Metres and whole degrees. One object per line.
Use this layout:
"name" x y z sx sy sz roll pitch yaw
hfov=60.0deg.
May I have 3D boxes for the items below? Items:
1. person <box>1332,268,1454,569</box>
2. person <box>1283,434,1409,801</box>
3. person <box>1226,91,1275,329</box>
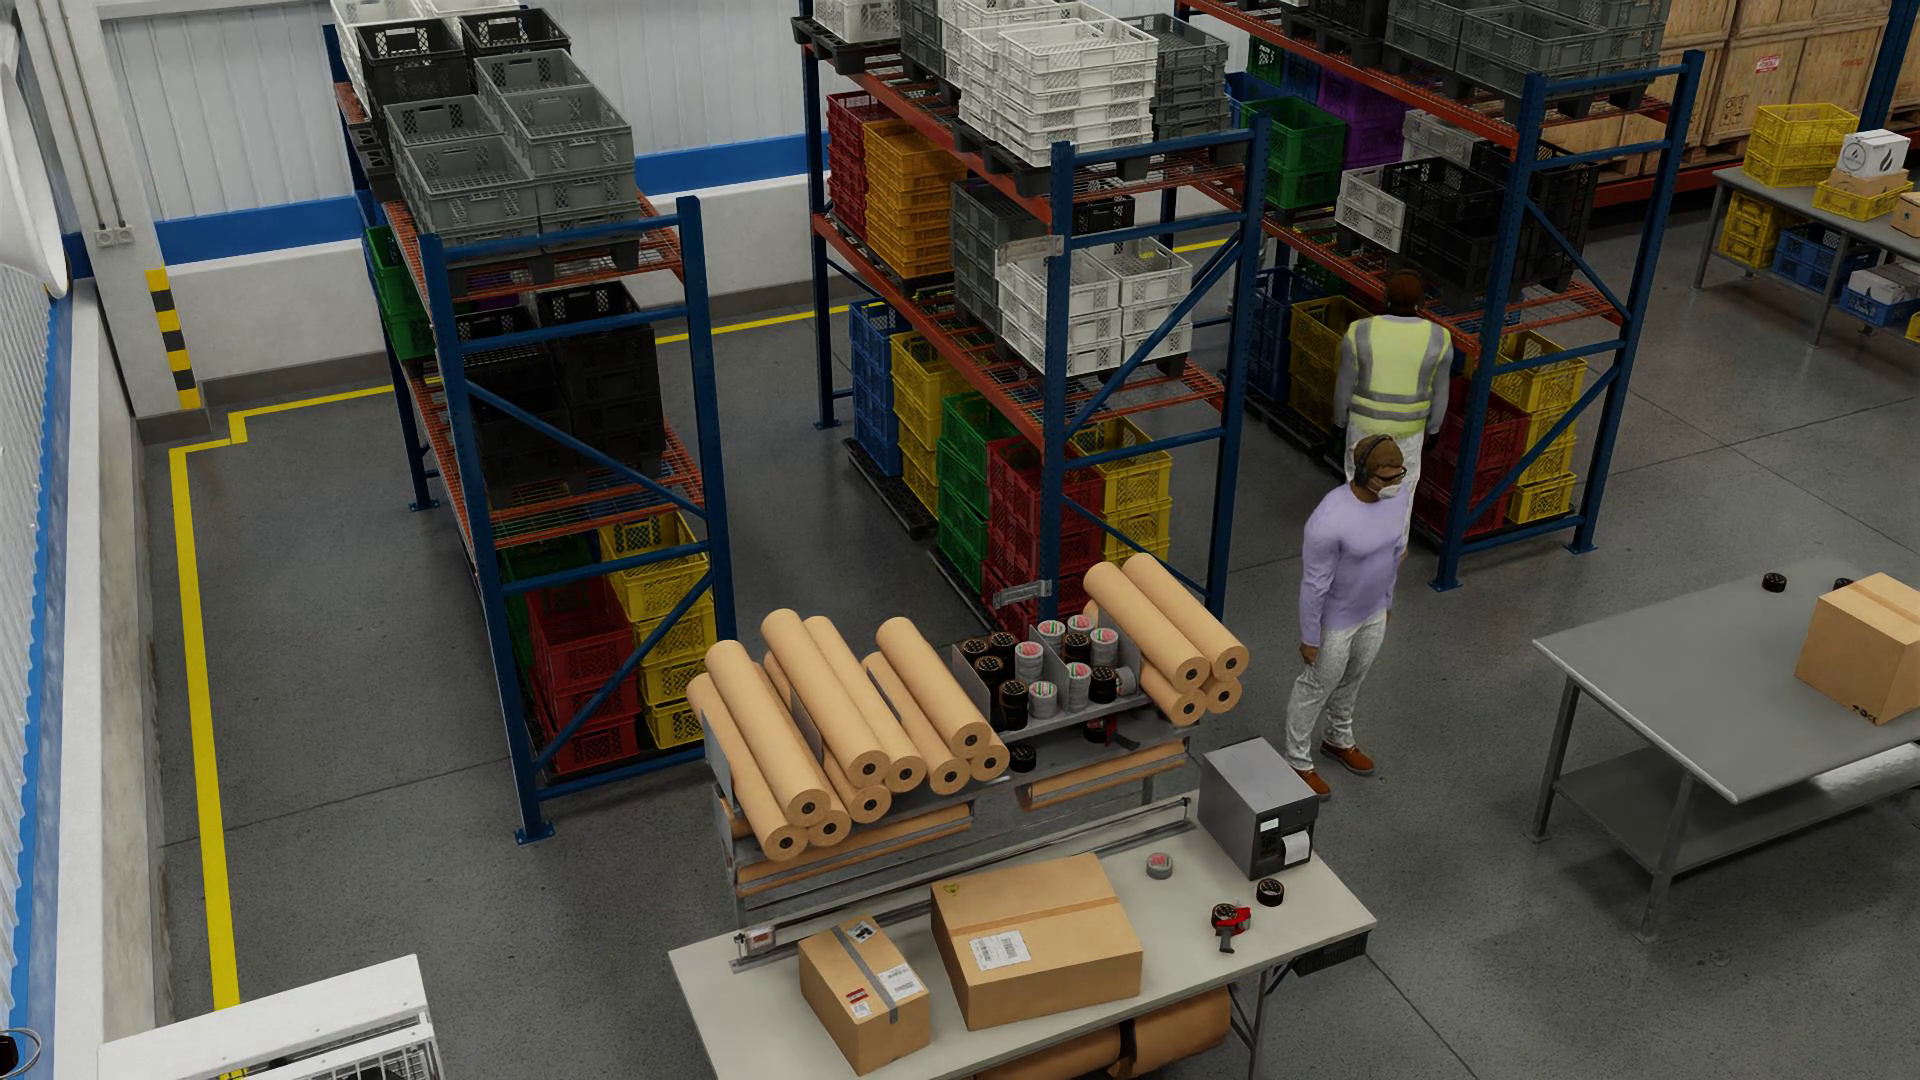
"person" 2.456 -0.684 9.569 0.633 1.839 0.429 6 32 10
"person" 1.816 0.348 7.809 0.629 1.931 0.358 -22 38 -32
"person" 2.249 -2.509 12.494 0.355 1.883 0.575 -8 32 -13
